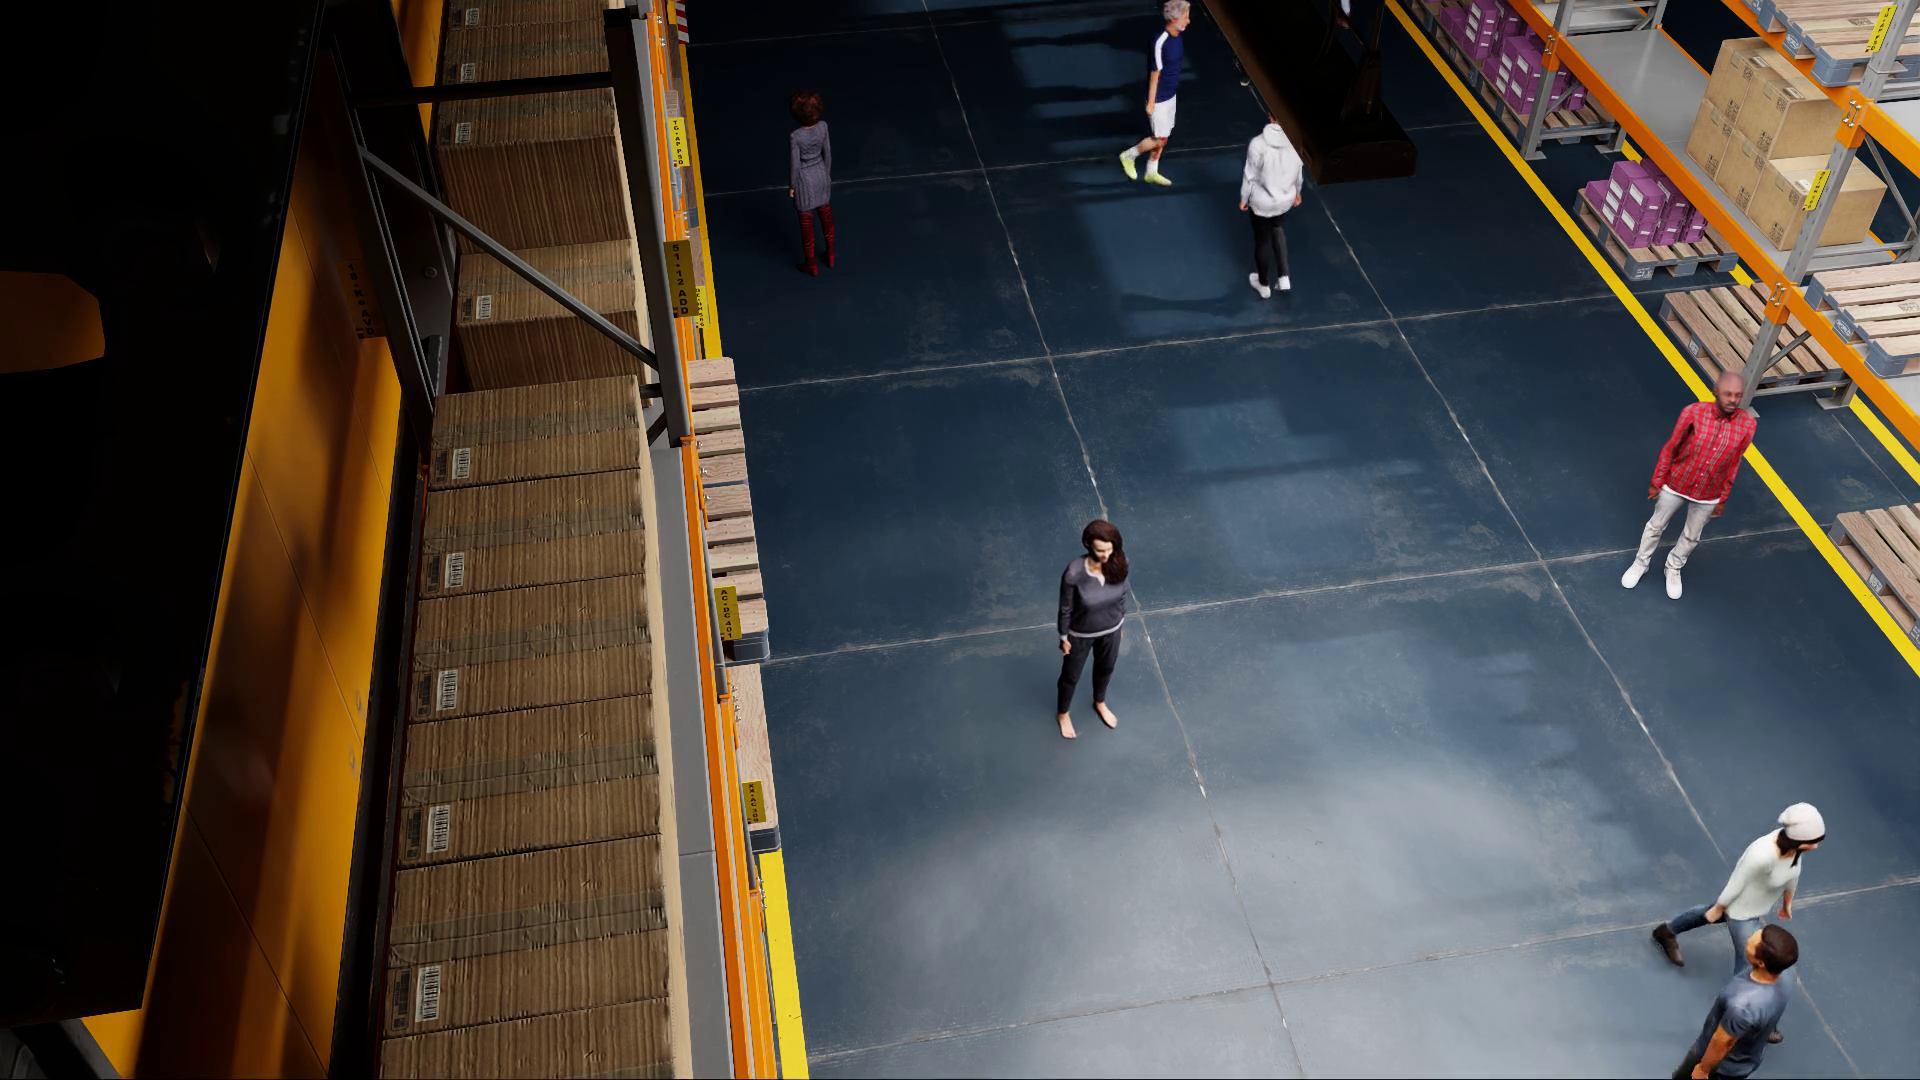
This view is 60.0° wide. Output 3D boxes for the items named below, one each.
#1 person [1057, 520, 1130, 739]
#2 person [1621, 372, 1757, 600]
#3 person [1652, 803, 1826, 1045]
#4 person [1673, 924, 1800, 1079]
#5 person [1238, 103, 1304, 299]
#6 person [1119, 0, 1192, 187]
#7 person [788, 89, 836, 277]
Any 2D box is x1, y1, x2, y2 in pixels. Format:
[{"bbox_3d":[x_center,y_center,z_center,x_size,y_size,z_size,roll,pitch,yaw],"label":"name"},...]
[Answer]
[{"bbox_3d":[0.818,0.538,10.369,0.654,1.769,0.594,-17,46,-17],"label":"person"},{"bbox_3d":[4.987,-0.393,11.309,0.759,1.820,0.764,15,46,15],"label":"person"},{"bbox_3d":[4.223,1.906,9.056,0.879,1.599,1.191,-23,48,-22],"label":"person"},{"bbox_3d":[3.887,2.566,8.228,1.060,1.786,0.955,32,52,29],"label":"person"},{"bbox_3d":[2.619,-2.770,13.741,0.775,1.907,0.806,-11,45,-11],"label":"person"},{"bbox_3d":[1.759,-4.085,15.190,0.932,1.813,0.874,25,49,24],"label":"person"},{"bbox_3d":[-1.266,-3.045,14.172,0.666,1.710,0.670,-29,51,-27],"label":"person"}]
